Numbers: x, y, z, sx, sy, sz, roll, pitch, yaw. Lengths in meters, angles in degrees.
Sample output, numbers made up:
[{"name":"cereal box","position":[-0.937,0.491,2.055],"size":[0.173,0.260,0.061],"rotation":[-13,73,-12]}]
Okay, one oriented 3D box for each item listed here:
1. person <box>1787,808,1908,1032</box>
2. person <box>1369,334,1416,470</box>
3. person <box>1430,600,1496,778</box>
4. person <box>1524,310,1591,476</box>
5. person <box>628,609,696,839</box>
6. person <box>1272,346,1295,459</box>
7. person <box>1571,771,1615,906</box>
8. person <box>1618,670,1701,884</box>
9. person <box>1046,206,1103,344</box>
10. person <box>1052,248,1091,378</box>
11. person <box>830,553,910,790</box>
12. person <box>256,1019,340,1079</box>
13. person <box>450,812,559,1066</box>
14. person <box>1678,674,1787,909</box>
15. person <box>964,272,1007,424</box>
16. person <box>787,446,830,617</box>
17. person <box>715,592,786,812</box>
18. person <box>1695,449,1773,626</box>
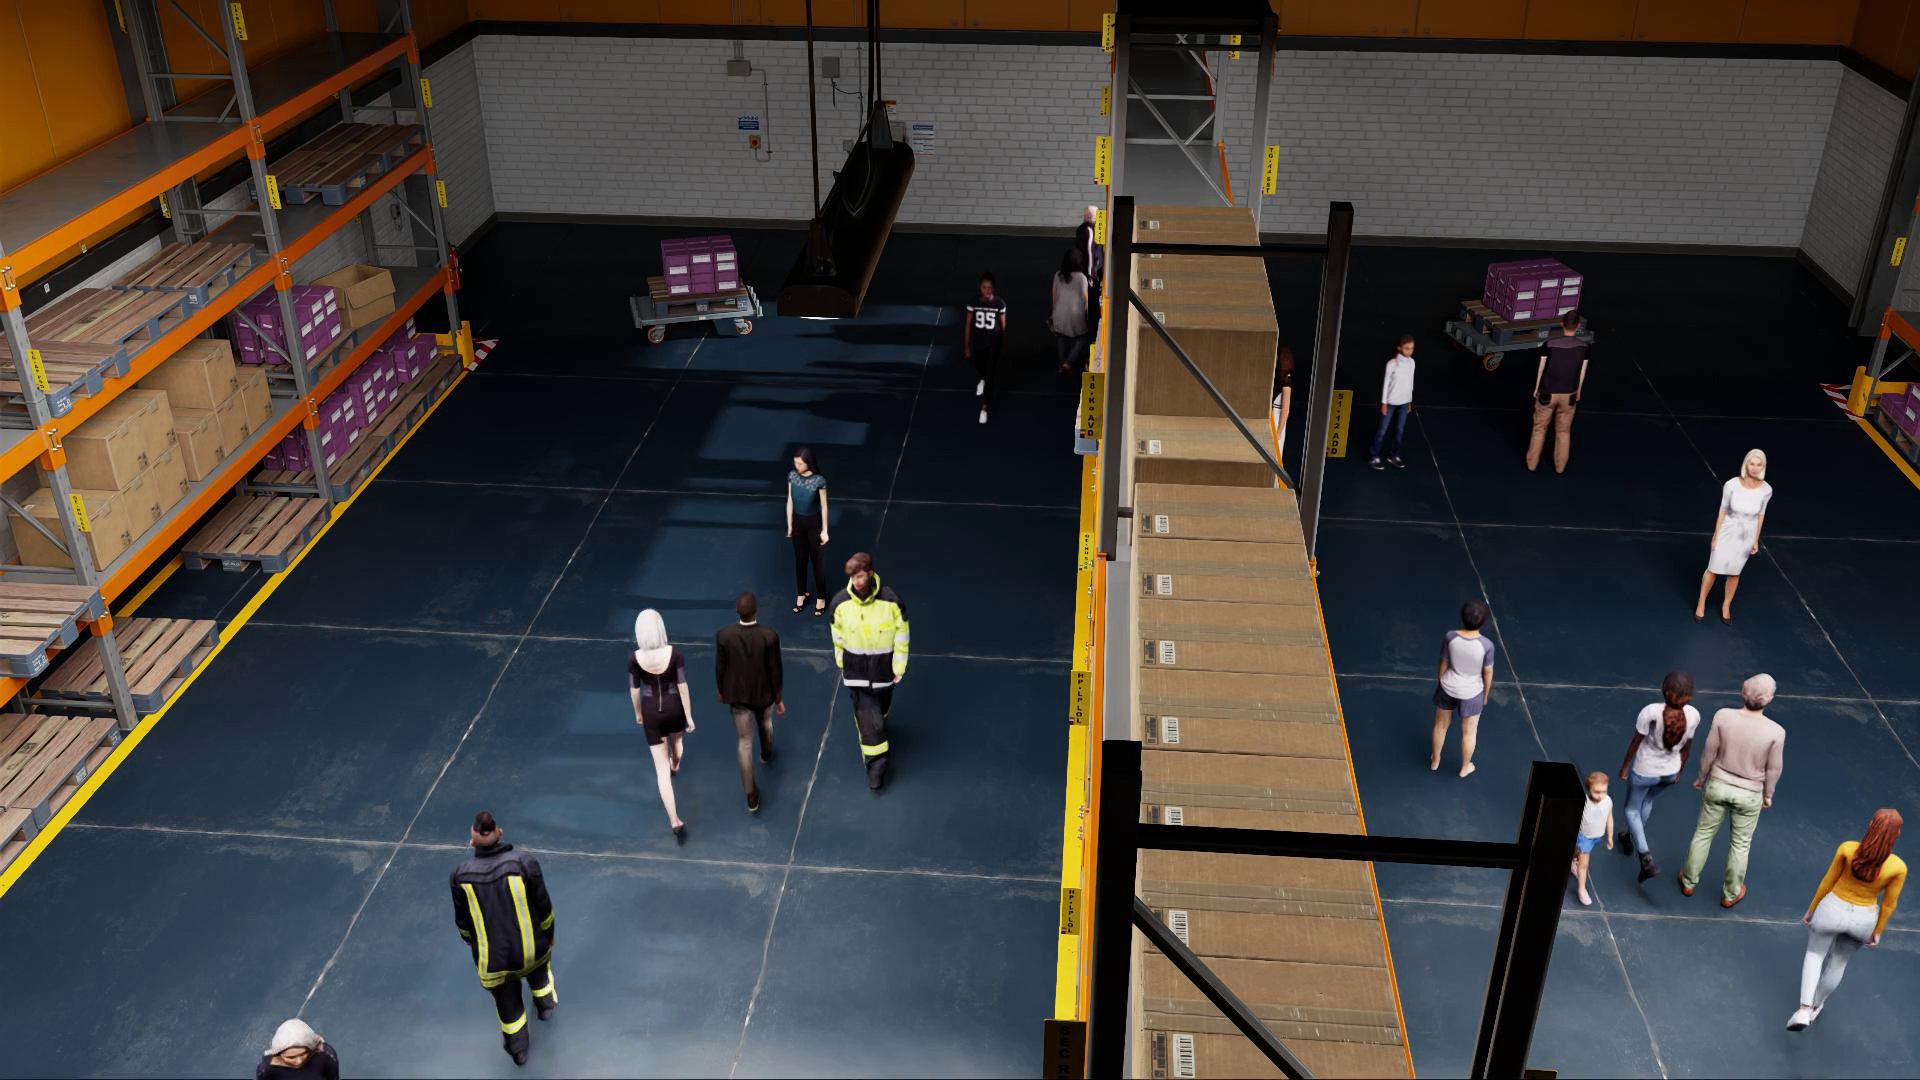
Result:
[{"name":"person","position":[5.630,2.476,10.574],"size":[0.856,1.743,1.007],"rotation":[13,31,23]},{"name":"person","position":[4.732,-1.517,18.093],"size":[0.592,1.553,0.606],"rotation":[-8,30,-14]},{"name":"person","position":[3.975,1.161,13.169],"size":[0.642,1.565,0.646],"rotation":[15,32,25]},{"name":"person","position":[6.443,-1.598,17.940],"size":[0.669,1.841,0.576],"rotation":[3,29,6]},{"name":"person","position":[-2.223,1.414,12.494],"size":[0.875,1.768,1.294],"rotation":[-6,29,-11]},{"name":"person","position":[3.265,-1.164,17.192],"size":[0.666,1.796,0.455],"rotation":[-1,29,-2]},{"name":"person","position":[4.558,2.085,12.070],"size":[0.497,0.996,0.757],"rotation":[-2,29,-3]},{"name":"person","position":[5.036,1.719,12.010],"size":[0.699,1.696,1.005],"rotation":[-3,29,-5]},{"name":"person","position":[1.522,-3.348,21.175],"size":[0.944,1.815,1.092],"rotation":[-5,29,-9]},{"name":"person","position":[1.339,-2.752,20.312],"size":[0.821,1.595,0.885],"rotation":[15,32,26]},{"name":"person","position":[-0.683,0.912,13.252],"size":[0.949,1.925,1.325],"rotation":[-3,29,-5]},{"name":"person","position":[-3.630,3.236,9.217],"size":[1.008,1.709,1.126],"rotation":[-14,32,-24]},{"name":"person","position":[-2.826,2.515,10.394],"size":[0.909,1.846,0.999],"rotation":[-6,29,-11]},{"name":"person","position":[5.460,1.766,11.737],"size":[0.770,1.876,0.766],"rotation":[17,33,28]},{"name":"person","position":[0.312,-2.293,19.387],"size":[0.720,1.676,1.283],"rotation":[6,29,11]},{"name":"person","position":[-1.389,-0.100,15.311],"size":[0.613,1.729,0.592],"rotation":[11,31,20]},{"name":"person","position":[-1.617,1.261,12.796],"size":[0.787,1.748,1.194],"rotation":[-1,29,-3]},{"name":"person","position":[7.066,-0.037,15.172],"size":[0.583,1.751,0.530],"rotation":[5,29,9]}]
